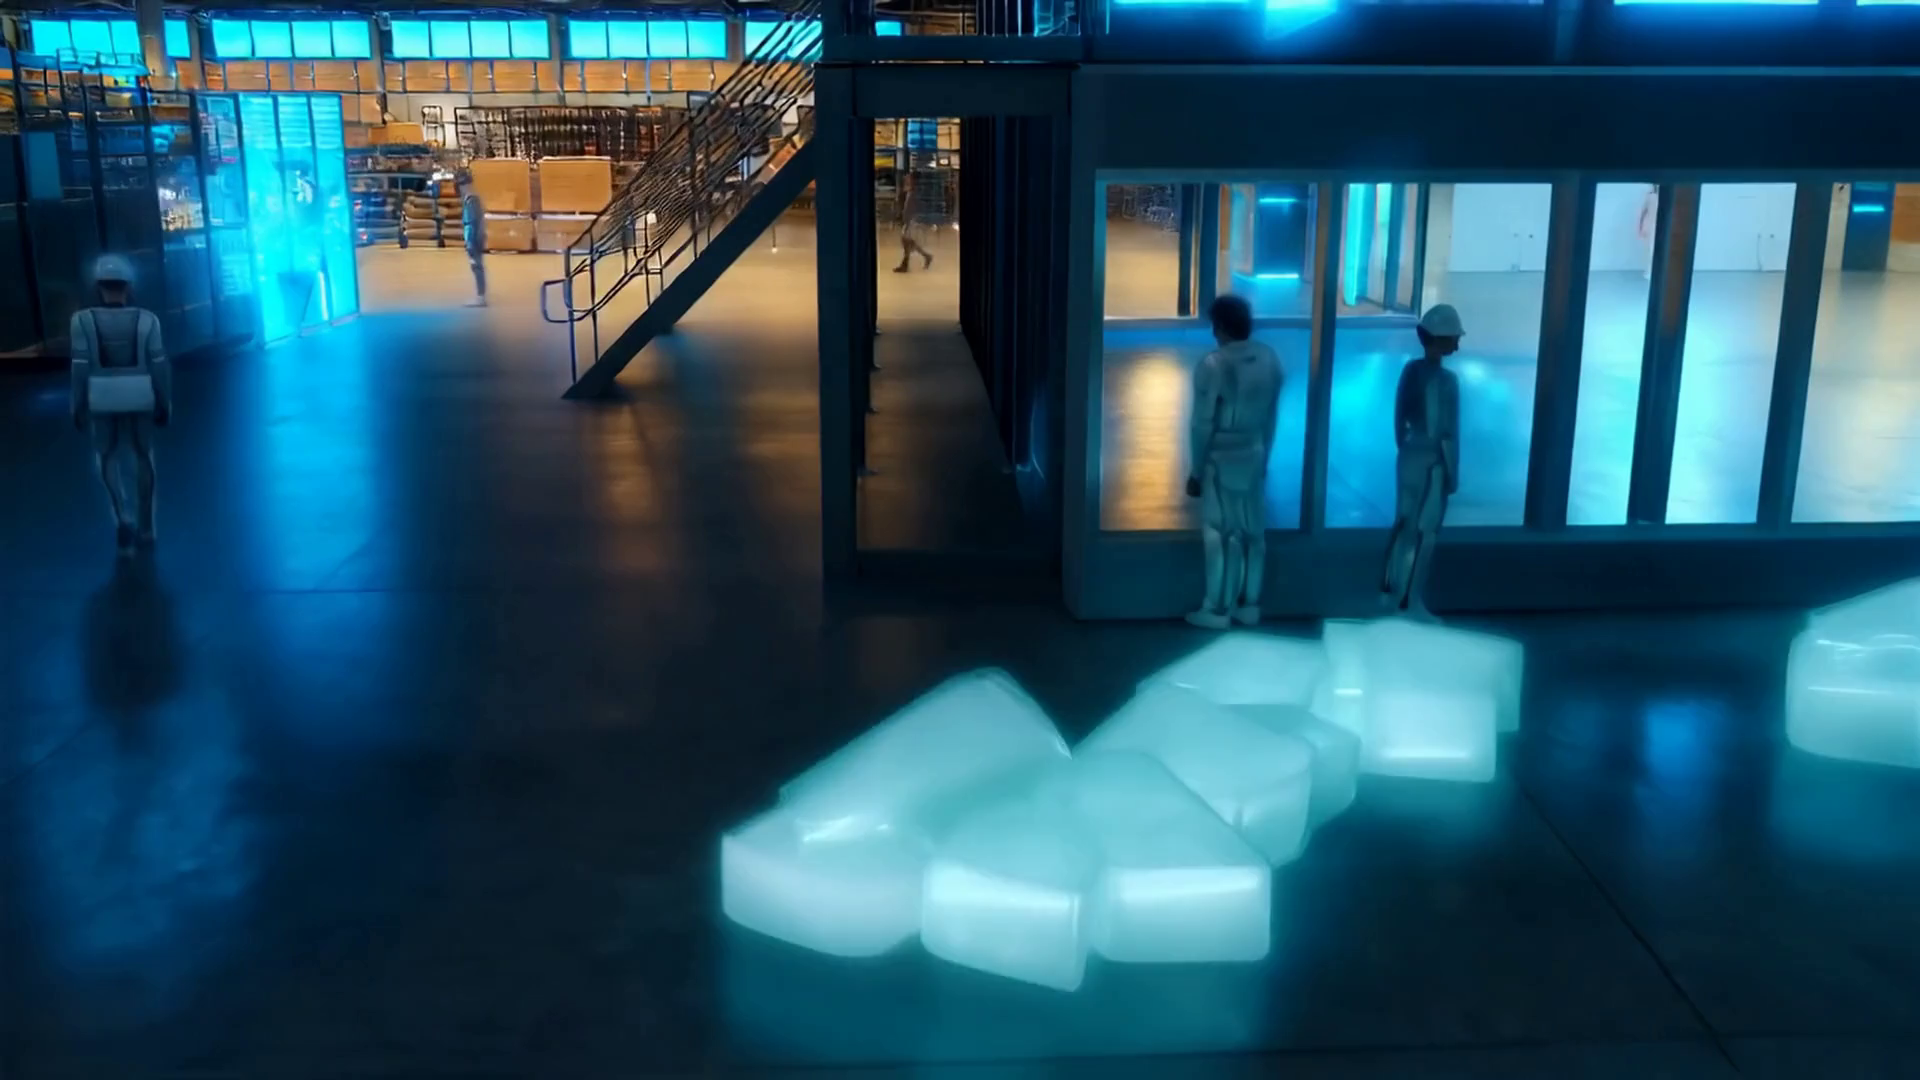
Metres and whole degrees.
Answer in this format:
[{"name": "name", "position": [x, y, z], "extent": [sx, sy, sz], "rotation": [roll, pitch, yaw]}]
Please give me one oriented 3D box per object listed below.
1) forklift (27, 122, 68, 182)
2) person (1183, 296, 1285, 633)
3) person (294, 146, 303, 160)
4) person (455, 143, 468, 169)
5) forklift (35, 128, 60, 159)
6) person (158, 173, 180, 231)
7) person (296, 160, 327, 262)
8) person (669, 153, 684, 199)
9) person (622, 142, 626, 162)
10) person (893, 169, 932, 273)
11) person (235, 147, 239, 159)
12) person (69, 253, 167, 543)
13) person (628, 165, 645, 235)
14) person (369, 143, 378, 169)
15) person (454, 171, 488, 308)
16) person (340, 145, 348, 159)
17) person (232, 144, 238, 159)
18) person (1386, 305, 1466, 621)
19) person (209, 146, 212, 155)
[{"name": "forklift", "position": [-35.376, -14.773, 64.377], "extent": [1.129, 2.768, 1.873], "rotation": [-1, 14, -2]}, {"name": "person", "position": [1.467, -0.411, 9.094], "extent": [0.619, 1.839, 0.430], "rotation": [-11, 18, -38]}, {"name": "person", "position": [-29.562, -16.700, 74.271], "extent": [0.826, 1.803, 0.591], "rotation": [-1, 14, -4]}, {"name": "person", "position": [-22.913, -17.300, 76.502], "extent": [0.531, 1.877, 0.672], "rotation": [8, 16, 30]}, {"name": "forklift", "position": [-37.705, -15.833, 68.615], "extent": [1.129, 2.768, 1.873], "rotation": [-1, 14, -2]}, {"name": "person", "position": [-14.528, -5.821, 30.637], "extent": [1.050, 1.883, 0.645], "rotation": [6, 15, 22]}, {"name": "person", "position": [-13.114, -6.676, 33.718], "extent": [0.536, 2.000, 0.688], "rotation": [-1, 14, -3]}, {"name": "person", "position": [-8.910, -11.278, 52.461], "extent": [0.530, 1.871, 0.323], "rotation": [-8, 16, -29]}, {"name": "person", "position": [-18.521, -21.042, 91.646], "extent": [0.632, 1.786, 0.412], "rotation": [9, 17, 32]}, {"name": "person", "position": [-0.895, -5.970, 31.147], "extent": [0.724, 1.922, 0.553], "rotation": [-4, 15, -15]}, {"name": "person", "position": [-28.723, -14.755, 66.271], "extent": [0.765, 1.923, 0.605], "rotation": [-2, 14, -6]}, {"name": "person", "position": [-5.479, -0.904, 10.897], "extent": [0.548, 1.922, 0.681], "rotation": [-8, 16, -29]}, {"name": "person", "position": [-8.064, -8.470, 41.489], "extent": [0.551, 1.742, 0.520], "rotation": [2, 14, 9]}, {"name": "person", "position": [-28.518, -18.430, 81.165], "extent": [0.810, 1.813, 0.571], "rotation": [-5, 15, -20]}, {"name": "person", "position": [-7.409, -4.540, 25.183], "extent": [0.396, 2.038, 0.614], "rotation": [-2, 14, -9]}, {"name": "person", "position": [-30.579, -18.746, 82.539], "extent": [0.339, 1.752, 0.564], "rotation": [4, 15, 17]}, {"name": "person", "position": [-38.287, -20.098, 87.994], "extent": [0.417, 1.726, 0.497], "rotation": [7, 15, 24]}, {"name": "person", "position": [2.624, -0.430, 9.311], "extent": [0.313, 1.768, 0.527], "rotation": [-5, 15, -18]}, {"name": "person", "position": [-41.589, -21.215, 92.036], "extent": [0.549, 1.936, 0.376], "rotation": [7, 16, 27]}]
